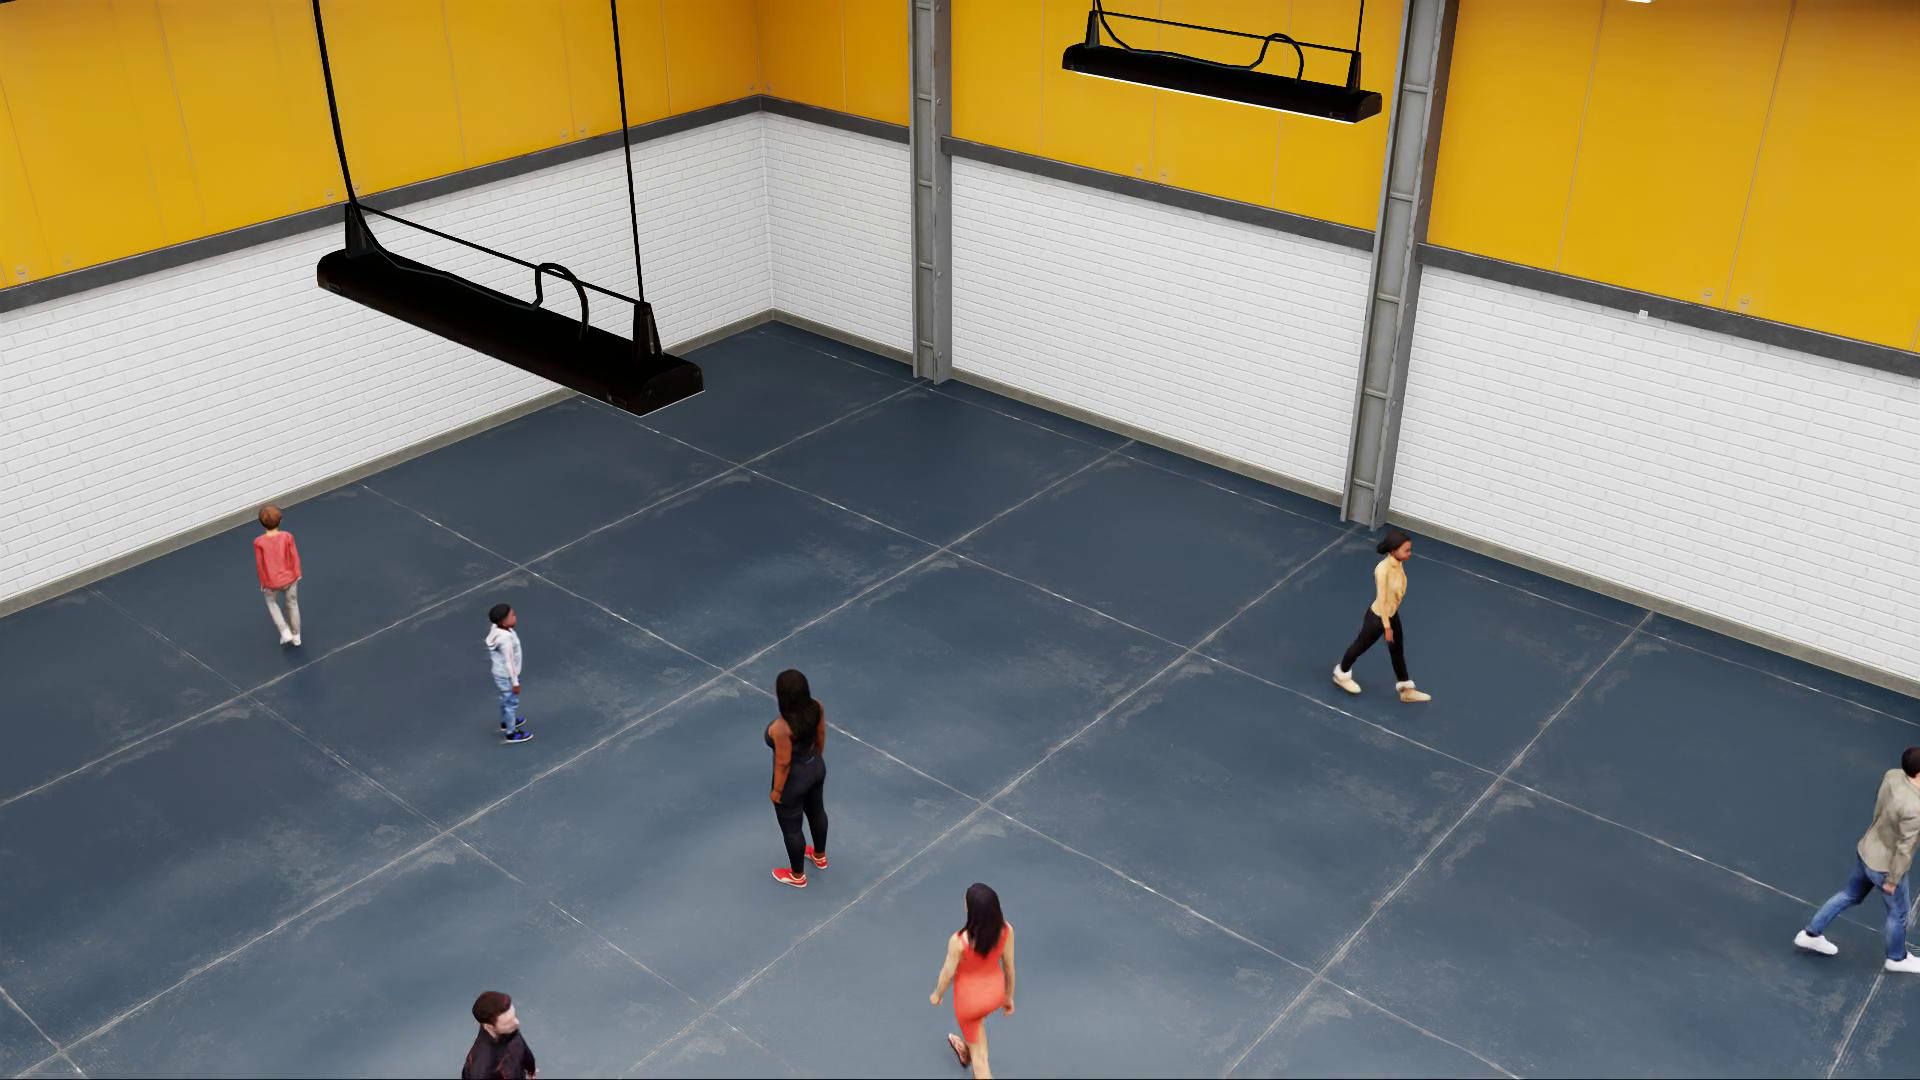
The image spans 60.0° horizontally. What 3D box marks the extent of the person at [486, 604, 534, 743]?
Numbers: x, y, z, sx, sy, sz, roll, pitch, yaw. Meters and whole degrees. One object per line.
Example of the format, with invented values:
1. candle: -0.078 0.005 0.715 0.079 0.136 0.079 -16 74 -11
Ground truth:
1. person: -3.779 1.088 13.840 0.611 1.256 0.517 -14 32 -24

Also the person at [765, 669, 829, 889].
1. person: -1.176 1.713 12.110 0.612 1.815 0.672 20 34 32

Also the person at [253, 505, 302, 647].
1. person: -6.129 0.364 15.013 0.603 1.403 0.630 -17 33 -28

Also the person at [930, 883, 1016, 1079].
1. person: 0.159 2.864 10.134 0.803 1.687 1.047 -17 33 -29

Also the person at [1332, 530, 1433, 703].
1. person: 3.536 0.653 14.264 1.086 1.612 0.621 24 36 36

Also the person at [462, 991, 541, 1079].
1. person: -2.638 3.222 9.298 1.360 1.859 1.269 -2 29 -4

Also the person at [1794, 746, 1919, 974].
1. person: 6.189 2.149 11.294 1.221 1.831 1.087 3 29 5
